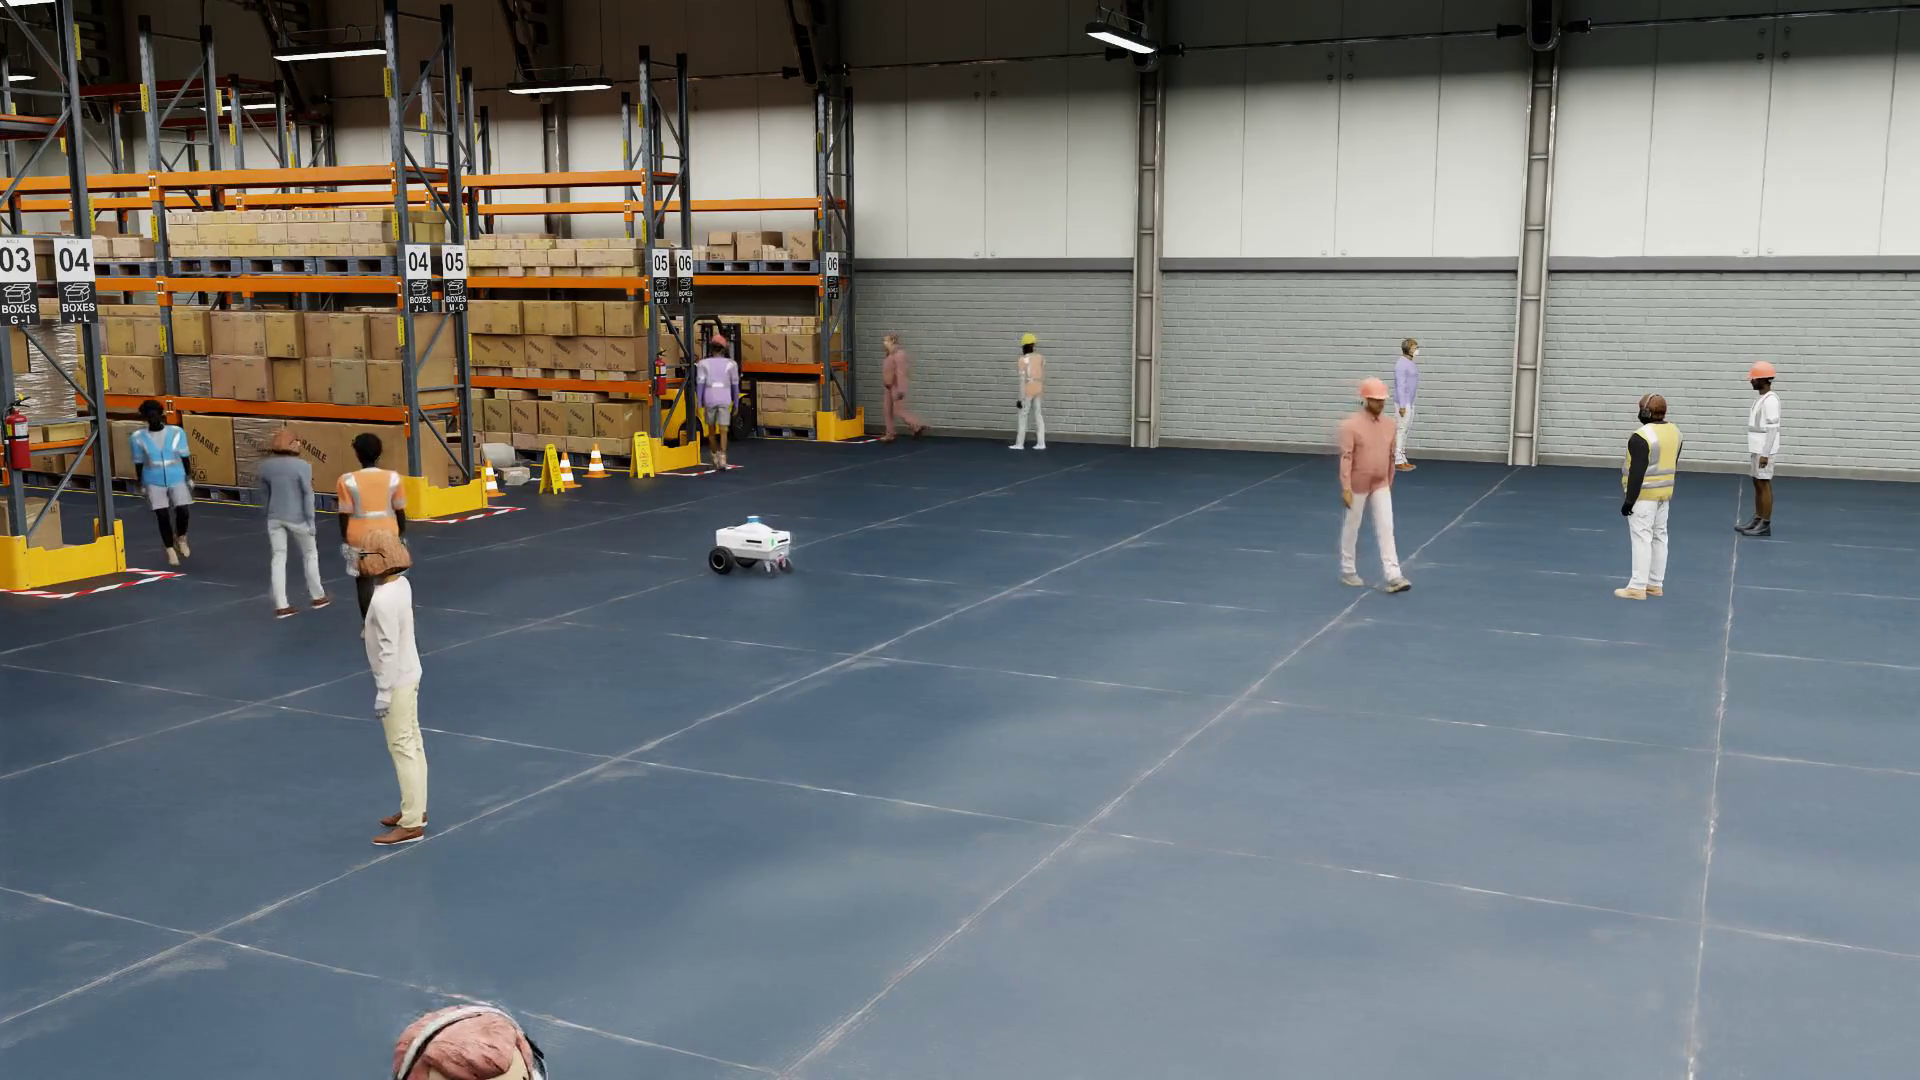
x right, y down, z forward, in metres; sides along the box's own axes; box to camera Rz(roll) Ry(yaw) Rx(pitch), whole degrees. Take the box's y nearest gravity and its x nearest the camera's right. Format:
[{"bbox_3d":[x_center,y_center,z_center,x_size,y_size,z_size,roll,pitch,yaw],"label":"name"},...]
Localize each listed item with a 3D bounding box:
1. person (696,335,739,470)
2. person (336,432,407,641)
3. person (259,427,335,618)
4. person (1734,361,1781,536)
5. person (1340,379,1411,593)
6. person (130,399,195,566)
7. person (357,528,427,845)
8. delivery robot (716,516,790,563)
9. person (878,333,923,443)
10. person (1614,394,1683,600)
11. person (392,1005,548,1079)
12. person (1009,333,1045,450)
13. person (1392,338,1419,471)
[{"bbox_3d":[-3.582,-2.030,24.571,0.626,1.981,1.121,-1,9,-7],"label":"person"},{"bbox_3d":[-4.574,-0.002,13.019,0.540,1.682,0.582,-7,12,-37],"label":"person"},{"bbox_3d":[-5.691,-0.172,14.262,0.528,1.600,0.739,1,9,9],"label":"person"},{"bbox_3d":[8.847,-1.004,18.395,0.376,1.934,0.547,2,10,14],"label":"person"},{"bbox_3d":[3.772,-0.487,15.168,0.641,1.942,1.001,-3,10,-17],"label":"person"},{"bbox_3d":[-7.902,-0.572,16.509,0.552,1.676,0.371,-5,10,-28],"label":"person"},{"bbox_3d":[-2.923,0.748,8.567,0.285,1.633,0.501,-1,9,-8],"label":"person"},{"bbox_3d":[-2.002,0.011,16.102,0.707,0.478,0.477,5,10,27],"label":"delivery robot"},{"bbox_3d":[-1.033,-2.573,28.166,0.677,1.889,0.654,-5,10,-27],"label":"person"},{"bbox_3d":[6.151,-0.388,14.903,0.621,1.845,0.429,-6,11,-34],"label":"person"},{"bbox_3d":[-0.665,1.614,2.474,0.685,1.884,0.699,-5,11,-29],"label":"person"},{"bbox_3d":[1.125,-2.418,27.155,0.602,1.925,0.485,-8,12,-42],"label":"person"},{"bbox_3d":[6.542,-1.986,24.402,0.372,1.940,0.627,5,10,27],"label":"person"}]
